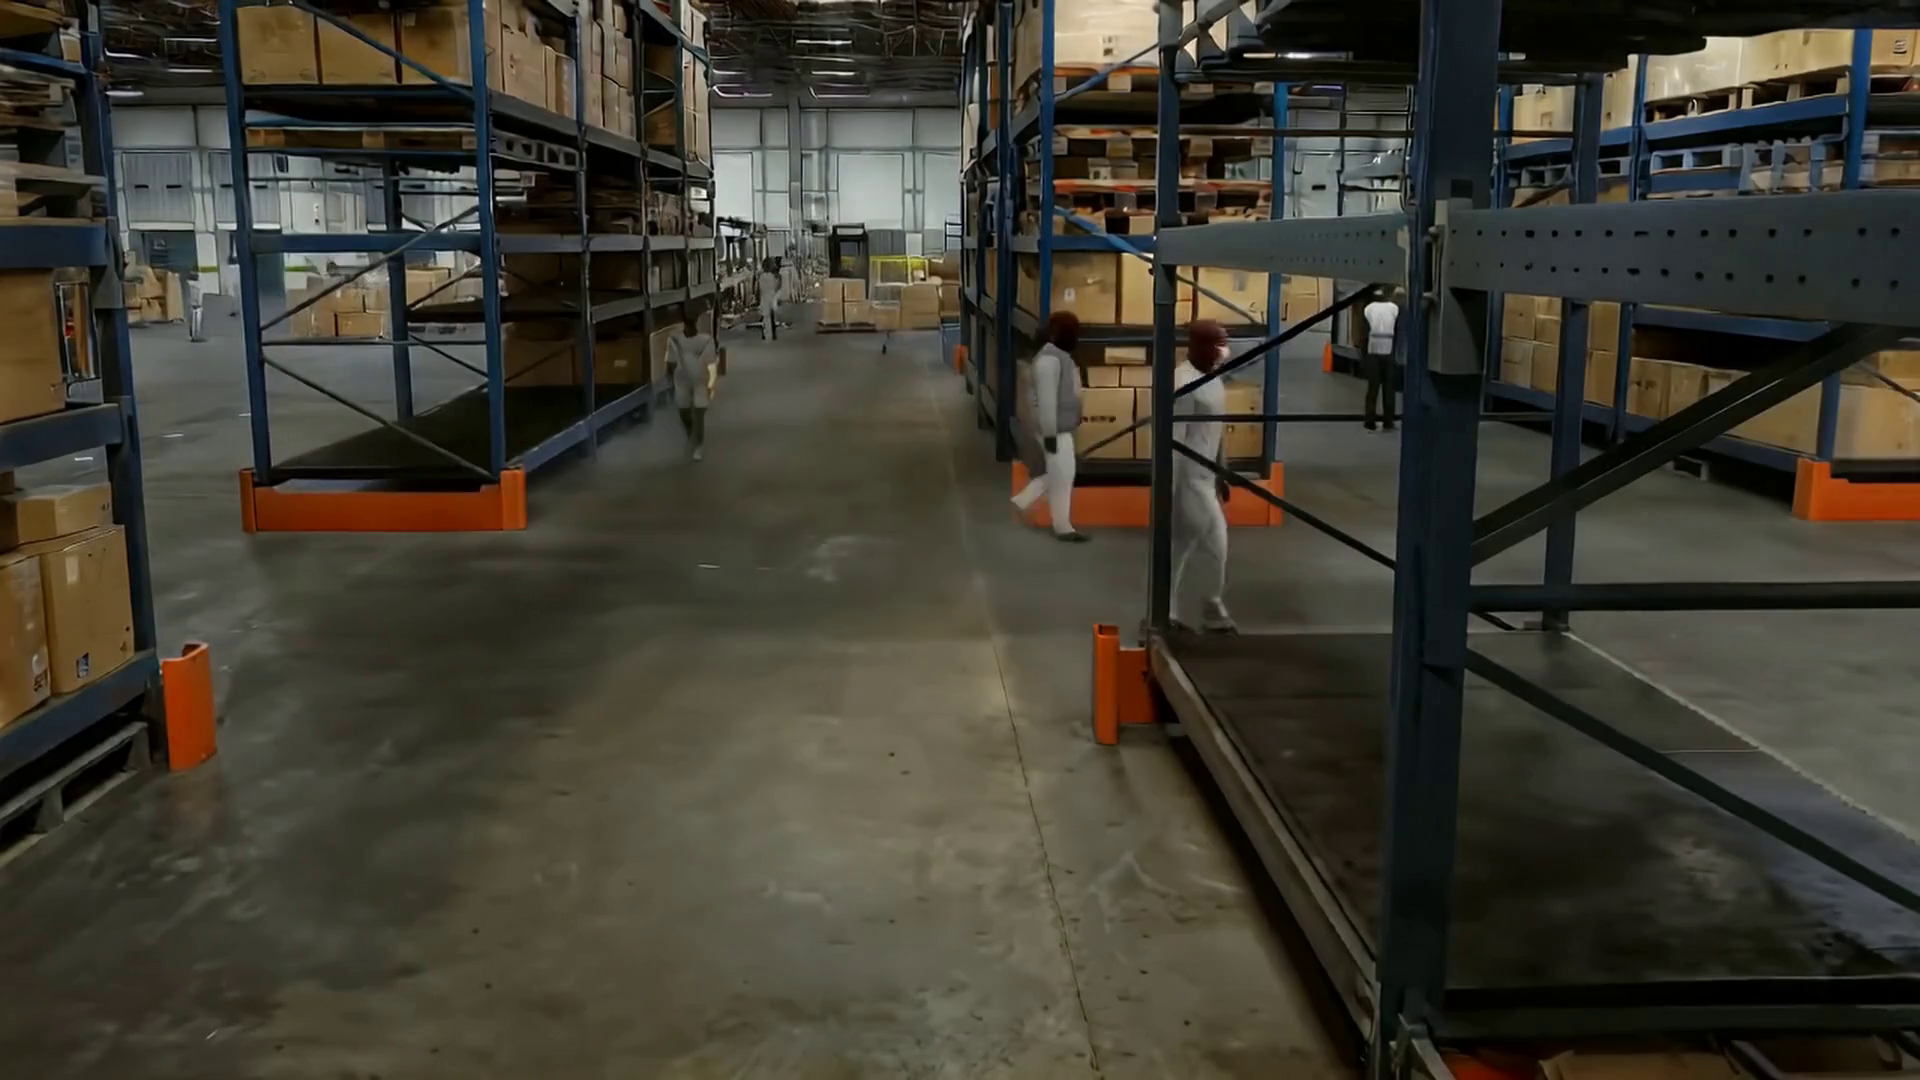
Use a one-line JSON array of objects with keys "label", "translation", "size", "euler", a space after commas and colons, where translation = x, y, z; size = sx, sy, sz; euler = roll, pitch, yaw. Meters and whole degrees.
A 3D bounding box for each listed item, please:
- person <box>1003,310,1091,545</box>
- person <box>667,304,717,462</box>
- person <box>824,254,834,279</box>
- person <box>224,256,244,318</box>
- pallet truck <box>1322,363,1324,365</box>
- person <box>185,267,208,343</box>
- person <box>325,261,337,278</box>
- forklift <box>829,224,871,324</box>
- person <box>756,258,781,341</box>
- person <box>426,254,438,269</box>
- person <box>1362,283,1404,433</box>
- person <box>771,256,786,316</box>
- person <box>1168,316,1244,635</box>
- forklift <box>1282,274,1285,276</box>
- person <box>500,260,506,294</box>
[{"label": "person", "translation": [0.679, -0.866, 12.887], "size": [0.630, 1.826, 0.633], "euler": [2, 10, 12]}, {"label": "person", "translation": [-2.871, -1.702, 17.932], "size": [0.538, 1.680, 0.604], "euler": [0, 10, 3]}, {"label": "person", "translation": [-4.229, -8.449, 54.837], "size": [0.357, 1.930, 0.585], "euler": [7, 12, 34]}, {"label": "person", "translation": [-22.302, -7.789, 51.214], "size": [0.819, 1.917, 0.634], "euler": [6, 12, 28]}, {"label": "pallet truck", "translation": [7.712, -4.157, 30.737], "size": [1.885, 1.965, 0.823], "euler": [3, 11, 16]}, {"label": "person", "translation": [-17.749, -5.456, 38.627], "size": [0.313, 1.767, 0.523], "euler": [1, 10, 7]}, {"label": "person", "translation": [-16.800, -6.571, 44.689], "size": [0.948, 1.822, 0.510], "euler": [-8, 13, -36]}, {"label": "forklift", "translation": [-3.019, -7.286, 45.710], "size": [1.129, 2.768, 1.873], "euler": [0, 10, -2]}, {"label": "person", "translation": [-4.539, -5.707, 39.468], "size": [0.603, 1.964, 0.367], "euler": [1, 10, 8]}, {"label": "person", "translation": [-17.155, -8.333, 54.208], "size": [0.376, 1.935, 0.629], "euler": [-8, 13, -39]}, {"label": "person", "translation": [5.199, -2.268, 20.434], "size": [0.395, 1.919, 0.590], "euler": [-8, 13, -39]}, {"label": "person", "translation": [-5.772, -7.971, 52.274], "size": [0.631, 1.885, 0.839], "euler": [-7, 12, -33]}, {"label": "person", "translation": [1.451, -0.327, 9.626], "size": [0.839, 1.909, 0.651], "euler": [5, 11, 26]}, {"label": "forklift", "translation": [12.179, -10.613, 64.245], "size": [1.129, 2.768, 1.873], "euler": [0, 10, -2]}, {"label": "person", "translation": [-16.425, -9.167, 59.536], "size": [0.572, 1.684, 0.540], "euler": [8, 13, 39]}]
